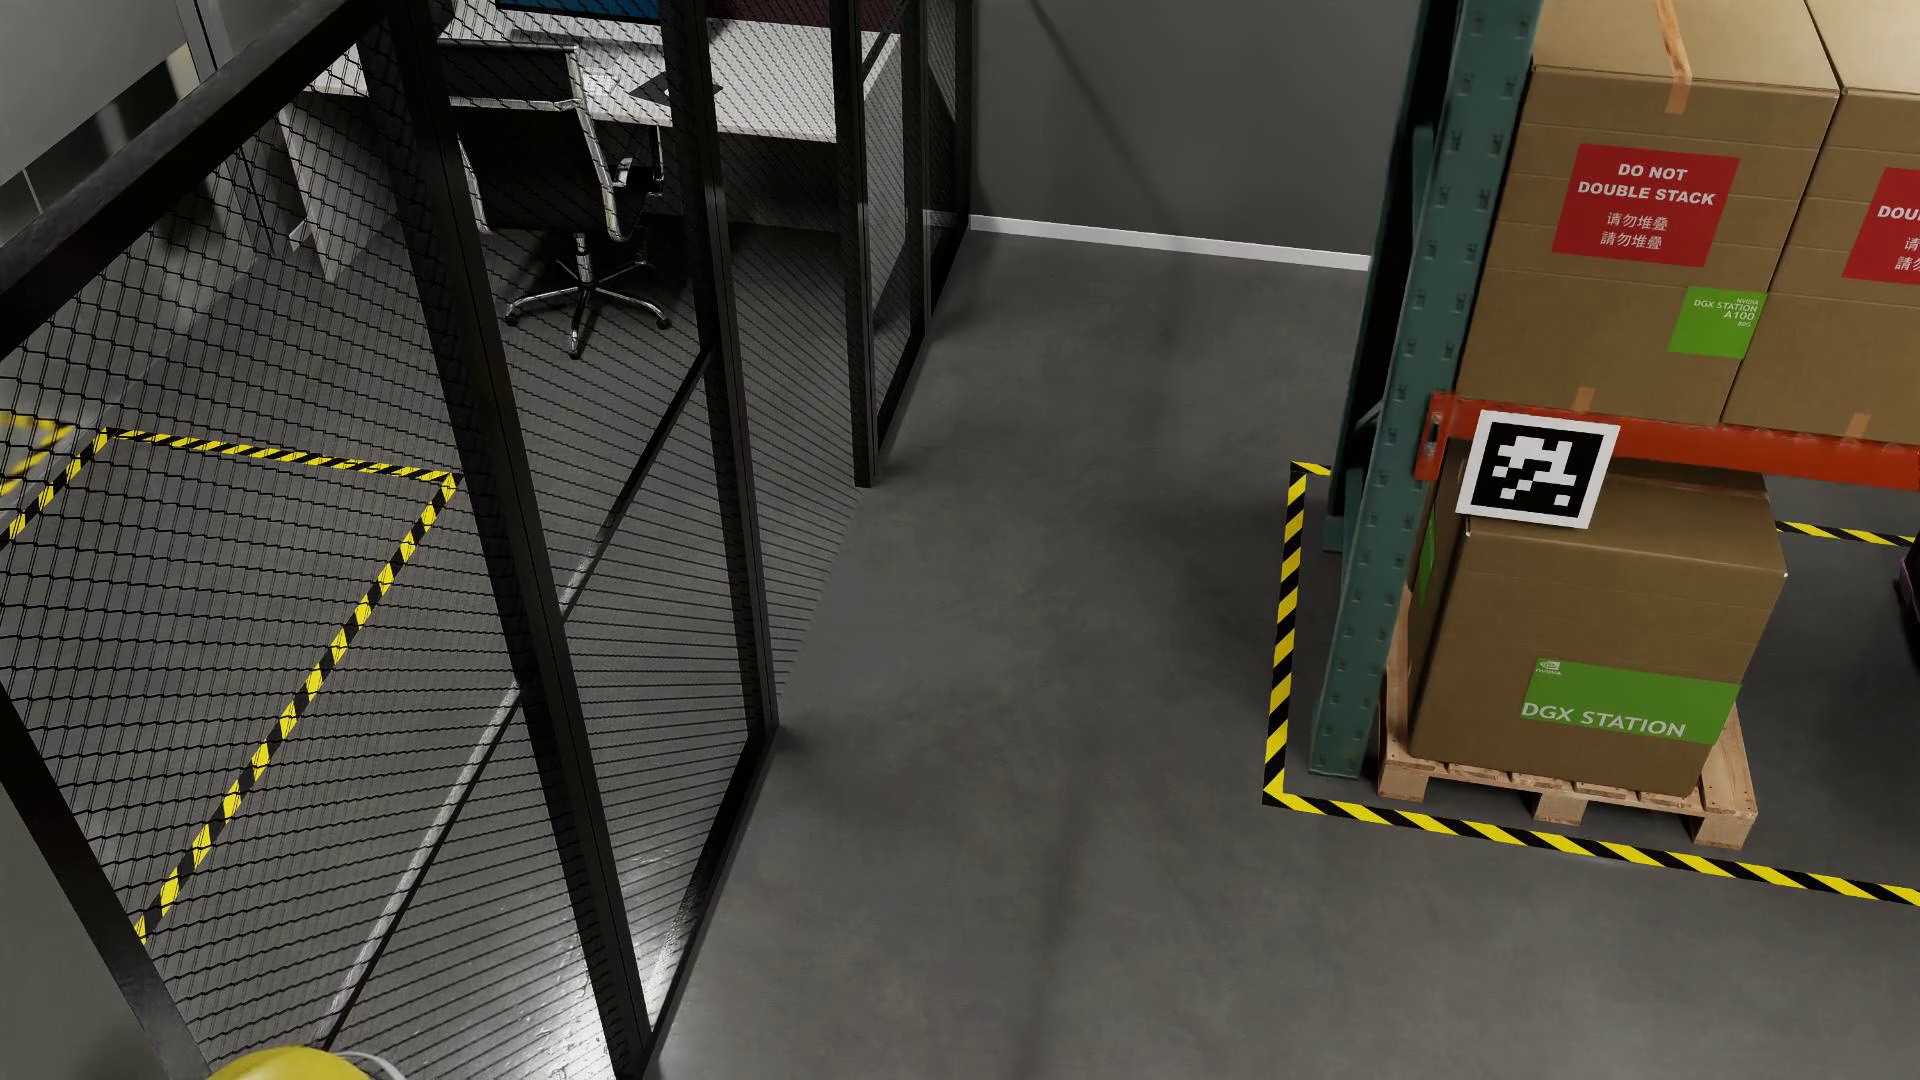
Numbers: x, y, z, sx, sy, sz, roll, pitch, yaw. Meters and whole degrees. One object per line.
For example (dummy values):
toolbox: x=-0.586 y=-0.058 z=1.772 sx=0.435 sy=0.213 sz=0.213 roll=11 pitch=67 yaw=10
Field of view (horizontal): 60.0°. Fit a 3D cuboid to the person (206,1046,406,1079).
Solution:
person: x=-0.679 y=1.221 z=2.171 sx=0.593 sy=1.833 sz=0.404 roll=13 pitch=43 yaw=14
